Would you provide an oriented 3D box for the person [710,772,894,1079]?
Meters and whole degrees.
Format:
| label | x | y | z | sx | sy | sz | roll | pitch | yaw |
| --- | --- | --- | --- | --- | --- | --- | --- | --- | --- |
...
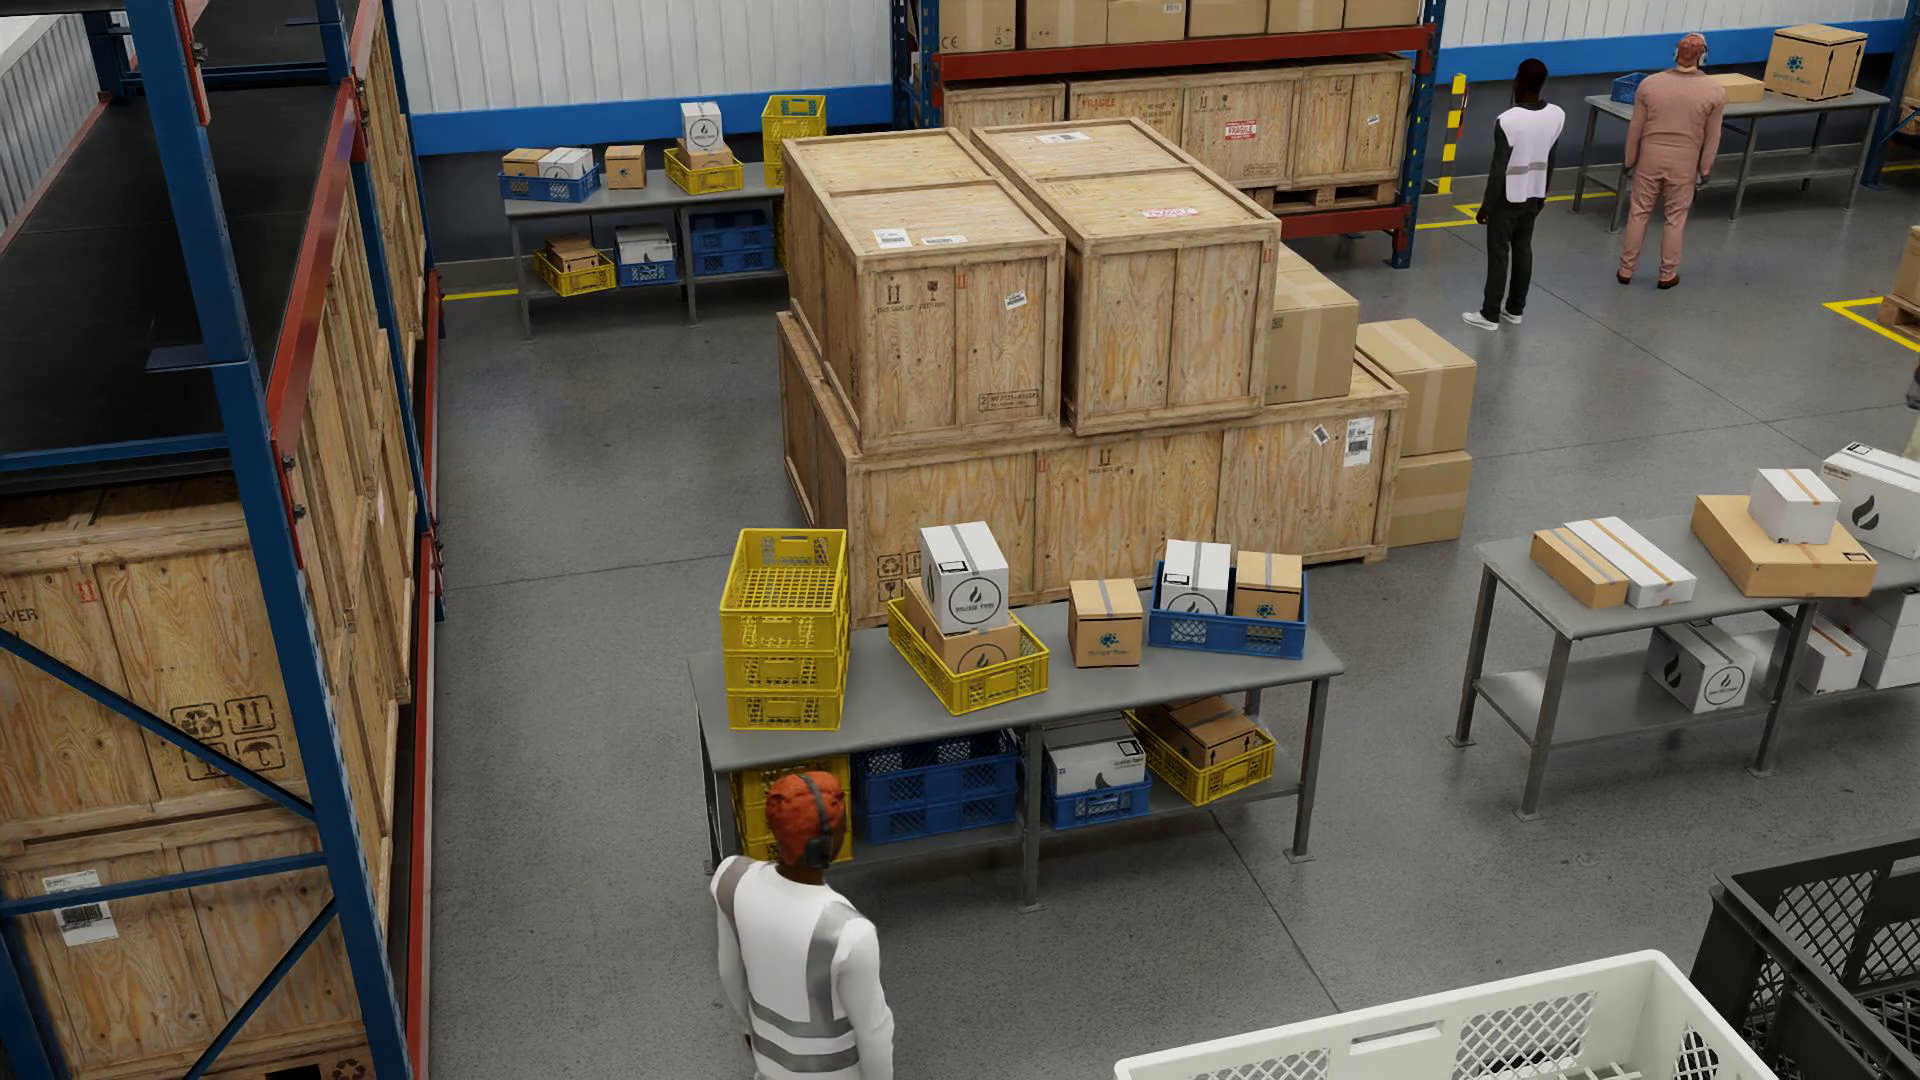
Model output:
| label | x | y | z | sx | sy | sz | roll | pitch | yaw |
| --- | --- | --- | --- | --- | --- | --- | --- | --- | --- |
| person | -0.417 | 1.465 | 4.767 | 0.572 | 1.886 | 0.354 | 19 | 34 | 31 |

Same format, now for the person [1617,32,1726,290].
| label | x | y | z | sx | sy | sz | roll | pitch | yaw |
| --- | --- | --- | --- | --- | --- | --- | --- | --- | --- |
| person | 5.367 | -2.863 | 12.603 | 0.645 | 1.907 | 0.400 | 14 | 32 | 24 |

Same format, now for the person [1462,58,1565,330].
| label | x | y | z | sx | sy | sz | roll | pitch | yaw |
| --- | --- | --- | --- | --- | --- | --- | --- | --- | --- |
| person | 3.953 | -2.439 | 11.822 | 0.599 | 1.916 | 0.377 | -14 | 32 | -24 |
